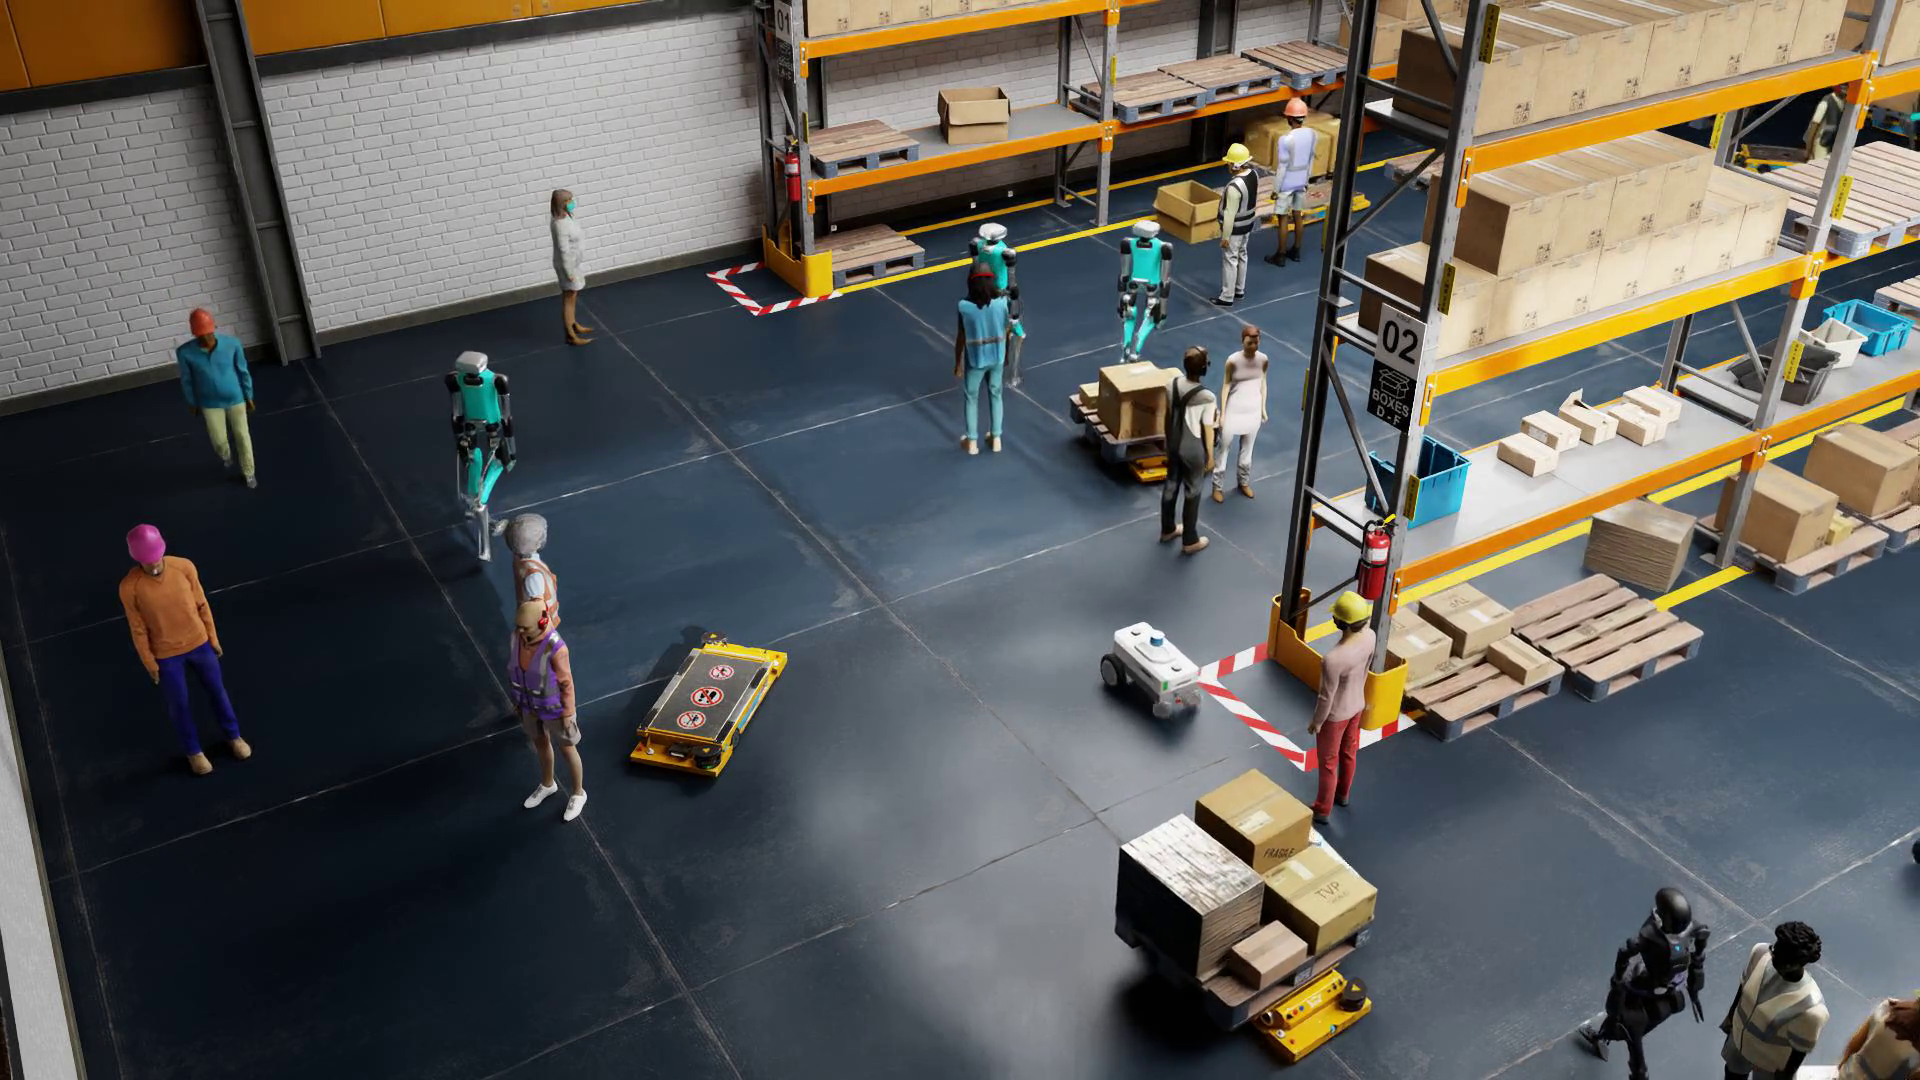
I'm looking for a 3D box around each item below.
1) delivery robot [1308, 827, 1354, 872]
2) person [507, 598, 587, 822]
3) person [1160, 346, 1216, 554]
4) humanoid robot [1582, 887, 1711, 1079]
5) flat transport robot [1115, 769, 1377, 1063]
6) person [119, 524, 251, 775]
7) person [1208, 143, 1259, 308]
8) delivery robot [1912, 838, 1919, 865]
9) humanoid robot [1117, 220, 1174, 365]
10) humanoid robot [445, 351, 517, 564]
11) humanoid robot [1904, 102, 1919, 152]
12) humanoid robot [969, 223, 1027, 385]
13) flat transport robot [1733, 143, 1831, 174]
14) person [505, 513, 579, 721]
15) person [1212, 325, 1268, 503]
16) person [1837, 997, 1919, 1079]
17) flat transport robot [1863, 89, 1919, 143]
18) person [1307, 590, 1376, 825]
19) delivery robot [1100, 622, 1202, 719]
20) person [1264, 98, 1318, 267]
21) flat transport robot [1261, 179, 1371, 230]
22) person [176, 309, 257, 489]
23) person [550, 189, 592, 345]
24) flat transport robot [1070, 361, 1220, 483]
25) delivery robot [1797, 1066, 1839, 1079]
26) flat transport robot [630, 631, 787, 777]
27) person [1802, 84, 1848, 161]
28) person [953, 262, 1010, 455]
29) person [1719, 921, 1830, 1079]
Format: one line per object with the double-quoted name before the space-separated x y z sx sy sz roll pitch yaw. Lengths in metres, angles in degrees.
"delivery robot" 2.200 2.093 10.470 0.499 0.587 0.777 -14 35 -21
"person" -2.733 1.102 10.987 0.477 1.691 0.349 15 35 22
"person" 1.891 -0.752 13.807 0.345 1.842 0.502 -25 40 -34
"humanoid robot" 3.693 2.432 8.949 0.614 1.639 0.775 -8 33 -13
"flat transport robot" 1.731 2.511 10.080 0.659 0.231 1.431 -22 38 -30
"person" -5.319 0.729 11.326 0.515 1.972 0.404 -25 40 -33
"person" 2.982 -3.411 18.065 0.403 1.825 0.589 18 37 27
"delivery robot" 6.537 2.049 10.539 0.772 0.586 0.499 6 33 9
"humanoid robot" 1.696 -2.158 16.168 0.554 1.764 0.890 14 35 21
"humanoid robot" -3.992 -0.597 13.693 0.533 1.778 0.997 4 32 6
"humanoid robot" 12.949 -5.817 21.983 0.548 1.765 0.789 -25 40 -34
"humanoid robot" 0.471 -2.328 16.421 0.531 1.791 0.752 23 39 32
"flat transport robot" 10.993 -5.005 22.066 1.431 0.231 0.659 9 33 14
"person" -2.987 0.562 11.848 0.297 1.687 0.457 -15 35 -22
"person" 2.469 -1.110 14.541 0.450 1.661 0.287 -7 33 -11
"person" 4.505 2.792 8.266 0.520 1.714 0.503 -4 32 -7
"flat transport robot" 13.281 -5.886 23.471 0.659 0.231 1.431 -18 36 -26
"person" 2.475 1.095 10.928 0.313 1.768 0.524 28 41 37
"delivery robot" 1.438 0.927 12.329 0.517 0.586 0.757 -17 36 -25
"person" 3.774 -4.095 19.049 0.550 1.932 0.376 -19 37 -28
"flat transport robot" 4.396 -4.188 20.762 1.431 0.231 0.659 -21 38 -29
"person" -6.538 -1.264 14.711 0.567 1.739 0.441 -15 35 -22
"person" -4.056 -2.859 17.331 0.336 1.659 0.495 -2 32 -3
"flat transport robot" 1.726 -0.987 15.658 0.659 0.231 1.431 -10 33 -15
"delivery robot" 4.746 3.060 8.944 0.794 0.606 0.499 2 32 3
"flat transport robot" -1.822 1.184 12.196 0.659 0.231 1.431 8 33 13
"person" 10.612 -4.823 20.331 0.698 1.810 0.617 -26 40 -35
"person" 0.206 -1.641 15.201 0.545 1.856 0.415 -10 33 -15
"person" 4.140 2.611 8.579 0.320 1.693 0.532 -7 33 -12
